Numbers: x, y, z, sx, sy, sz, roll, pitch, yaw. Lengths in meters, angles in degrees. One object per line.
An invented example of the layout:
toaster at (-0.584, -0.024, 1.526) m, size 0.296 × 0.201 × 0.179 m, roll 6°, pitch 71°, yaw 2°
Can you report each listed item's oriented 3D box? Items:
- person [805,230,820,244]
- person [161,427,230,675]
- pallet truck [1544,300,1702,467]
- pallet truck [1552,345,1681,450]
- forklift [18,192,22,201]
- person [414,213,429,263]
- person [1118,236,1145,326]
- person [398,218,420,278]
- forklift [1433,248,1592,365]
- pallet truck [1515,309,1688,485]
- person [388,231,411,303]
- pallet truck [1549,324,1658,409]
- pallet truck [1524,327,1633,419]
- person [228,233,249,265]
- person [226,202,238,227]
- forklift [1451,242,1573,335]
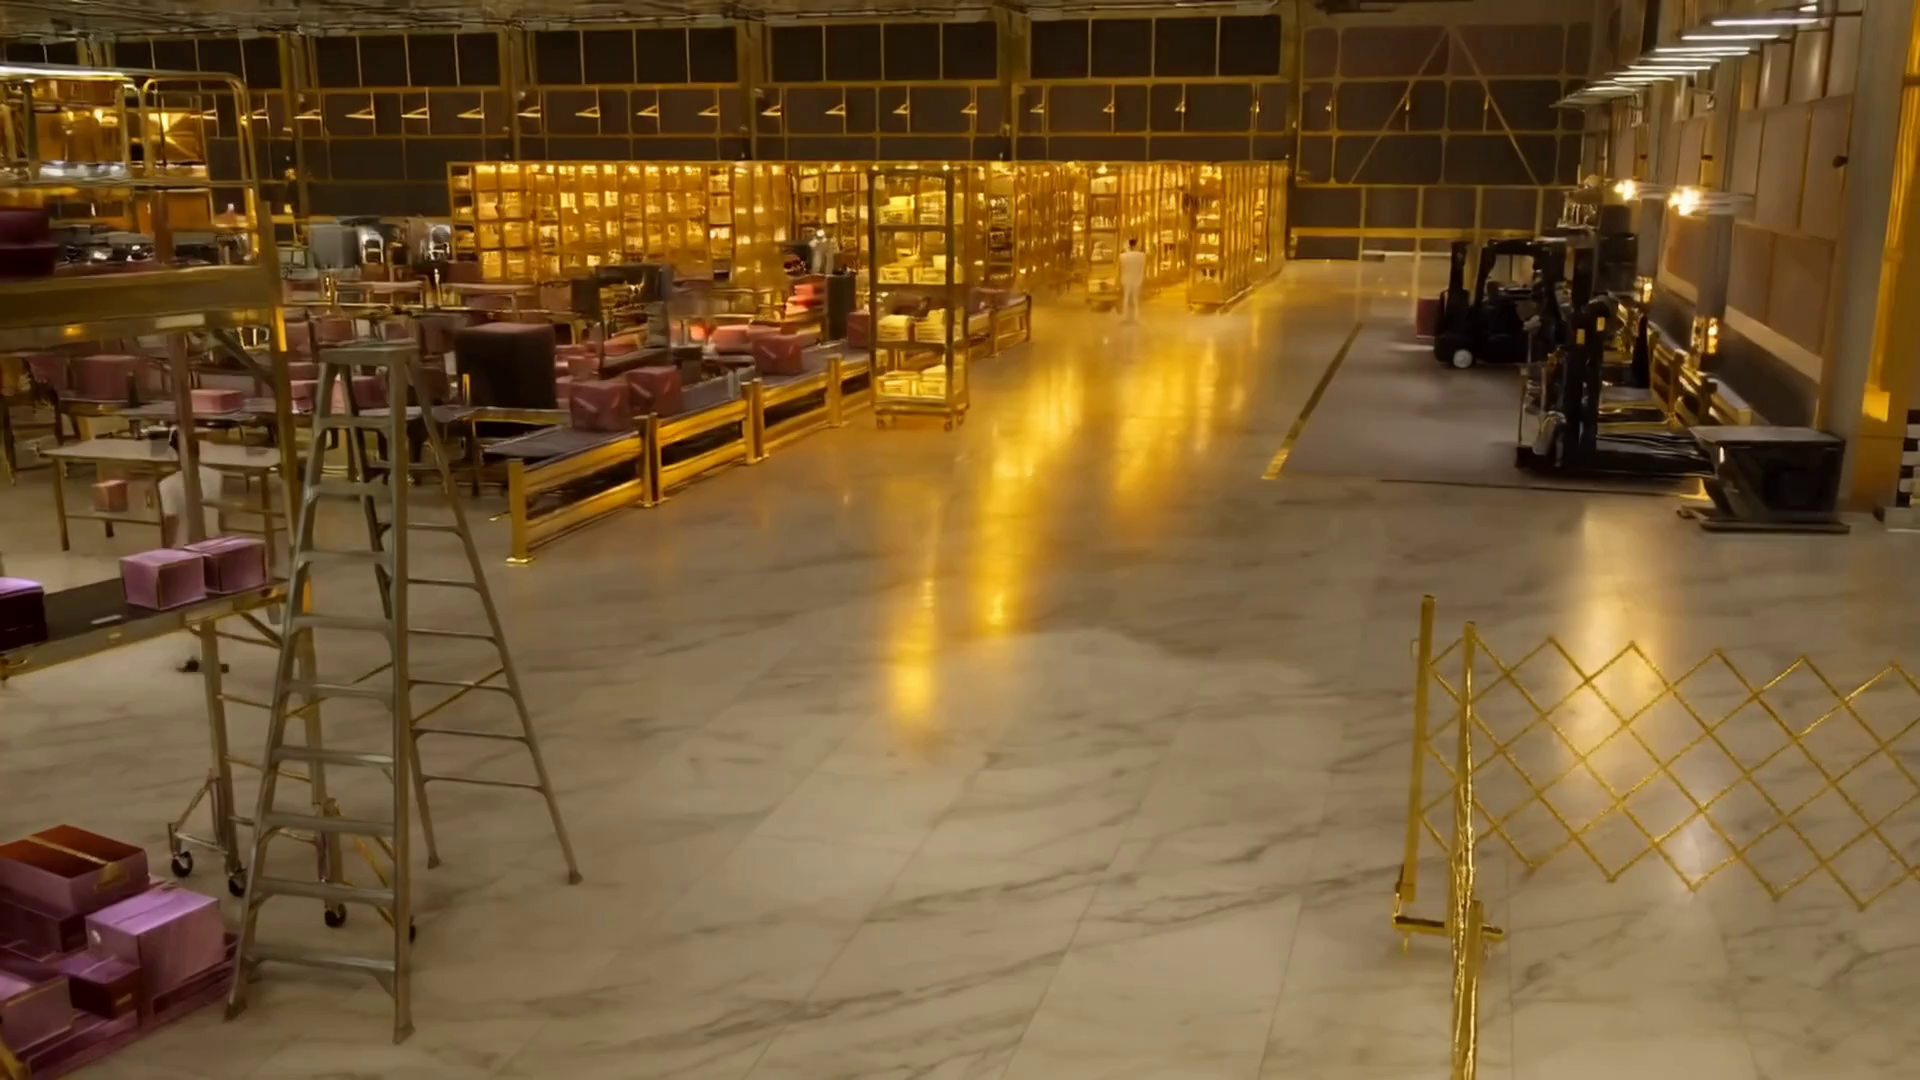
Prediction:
person at (-3.860, -7.365, 44.396) m, size 0.403 × 1.823 × 0.588 m, roll 13°, pitch 18°, yaw 43°
person at (-5.582, 0.091, 12.140) m, size 0.494 × 1.853 × 0.511 m, roll 9°, pitch 16°, yaw 33°
pallet truck at (8.263, -1.952, 20.631) m, size 1.885 × 1.965 × 0.823 m, roll 5°, pitch 14°, yaw 20°
pallet truck at (8.641, -1.896, 21.908) m, size 1.630 × 1.274 × 0.653 m, roll 4°, pitch 14°, yaw 16°
forklift at (-28.723, -9.260, 50.274) m, size 1.129 × 2.768 × 1.873 m, roll -5°, pitch 14°, yaw -20°
person at (-19.145, -10.737, 59.158) m, size 0.485 × 1.735 × 0.346 m, roll -8°, pitch 15°, yaw -32°
person at (3.842, -5.803, 37.269) m, size 0.612 × 1.995 × 0.376 m, roll 11°, pitch 17°, yaw 39°
person at (-17.240, -9.159, 52.073) m, size 0.639 × 1.860 × 0.999 m, roll -7°, pitch 15°, yaw -27°
forklift at (9.780, -4.111, 29.280) m, size 2.680 × 1.987 × 1.157 m, roll 3°, pitch 13°, yaw 14°
pallet truck at (7.554, -1.677, 19.446) m, size 1.885 × 1.965 × 0.823 m, roll 3°, pitch 13°, yaw 14°
person at (-14.498, -7.071, 43.091) m, size 0.563 × 1.837 × 0.389 m, roll -1°, pitch 13°, yaw -5°
pallet truck at (9.824, -2.669, 25.407) m, size 1.601 × 1.201 × 0.680 m, roll 4°, pitch 14°, yaw 16°
pallet truck at (9.065, -2.460, 24.370) m, size 1.522 × 1.261 × 0.704 m, roll 3°, pitch 13°, yaw 14°
person at (-19.194, -7.362, 44.386) m, size 0.601 × 1.818 × 0.404 m, roll 6°, pitch 14°, yaw 24°
person at (-29.045, -12.540, 66.526) m, size 0.407 × 1.918 × 0.555 m, roll 6°, pitch 14°, yaw 23°
forklift at (10.464, -4.597, 31.405) m, size 2.680 × 1.987 × 1.157 m, roll 4°, pitch 14°, yaw 16°
